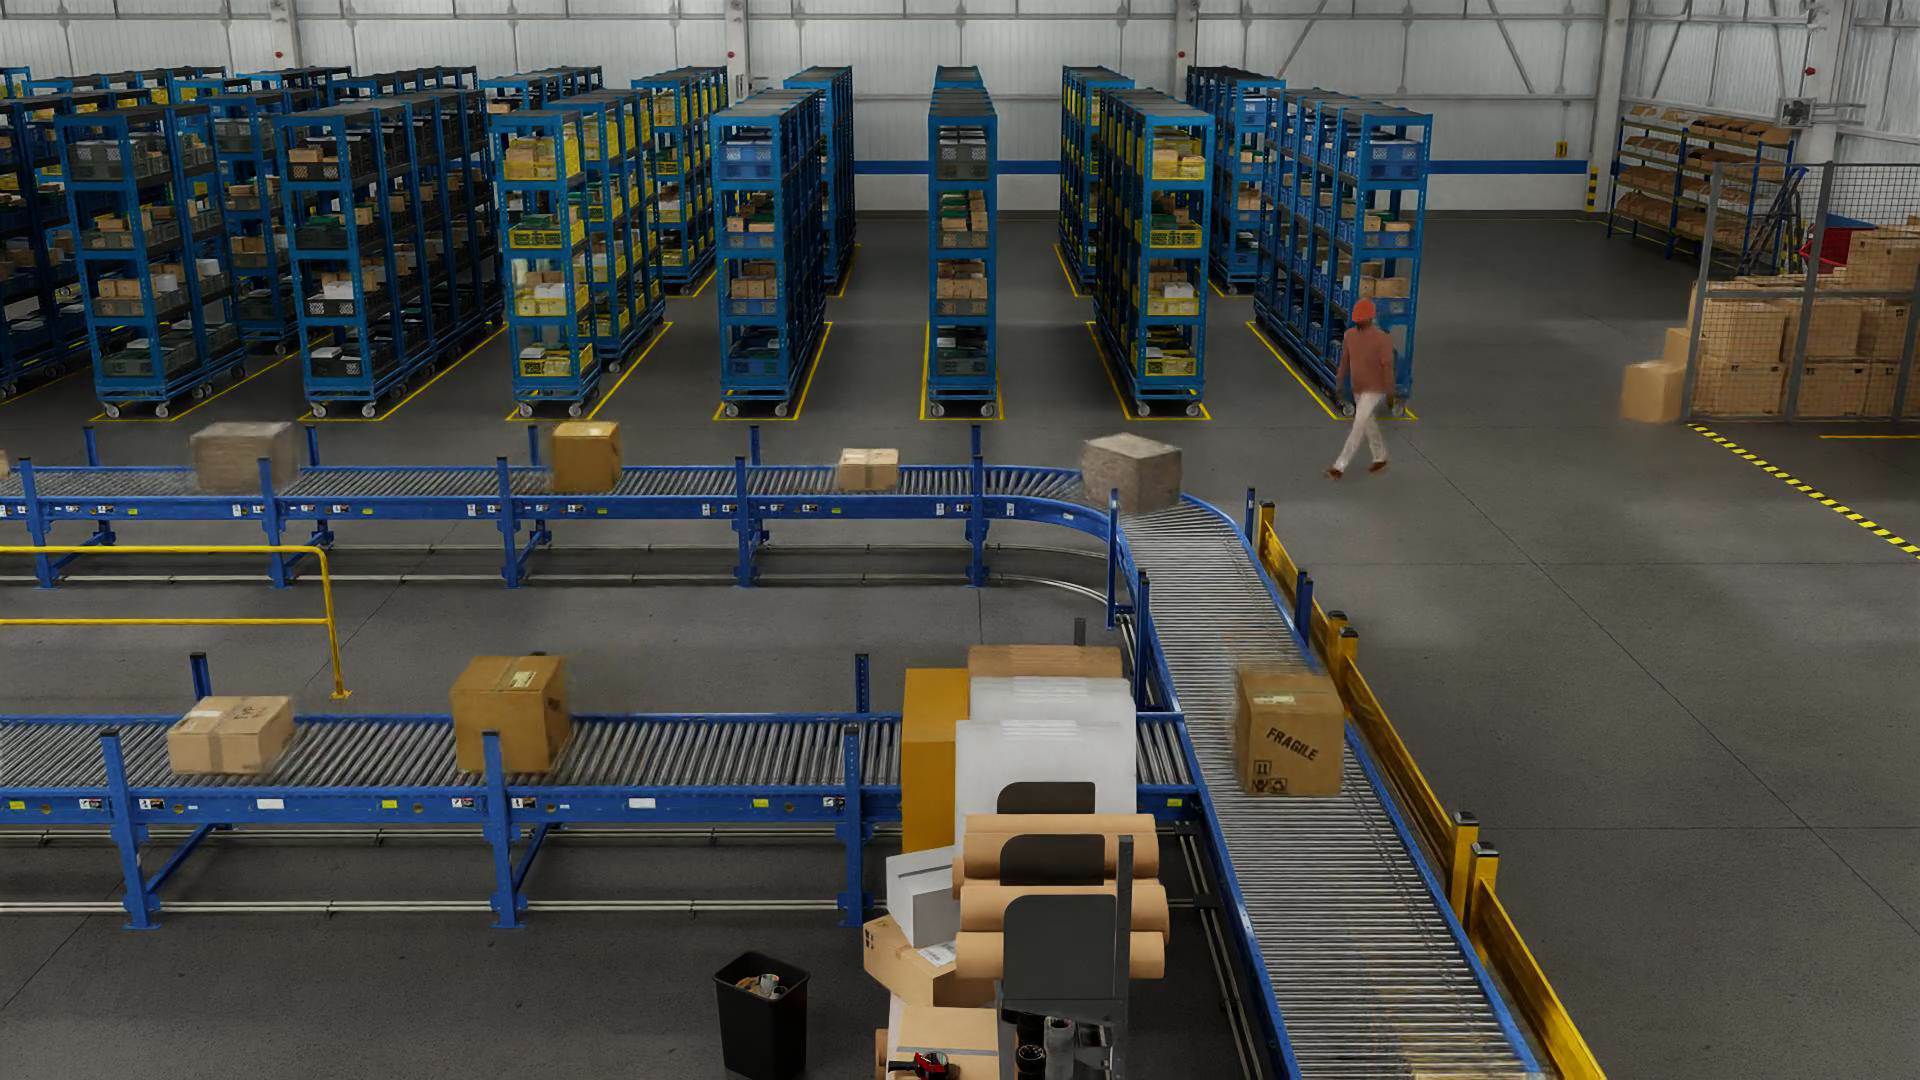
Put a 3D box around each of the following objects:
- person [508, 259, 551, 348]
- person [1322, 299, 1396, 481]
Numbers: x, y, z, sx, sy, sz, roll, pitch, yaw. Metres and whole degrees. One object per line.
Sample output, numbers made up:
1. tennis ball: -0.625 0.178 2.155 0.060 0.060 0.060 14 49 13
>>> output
1. person: -5.919 -3.321 22.921 0.621 1.815 0.424 -1 18 -3
2. person: 4.210 -1.569 17.363 1.021 1.915 0.627 -11 21 -30
